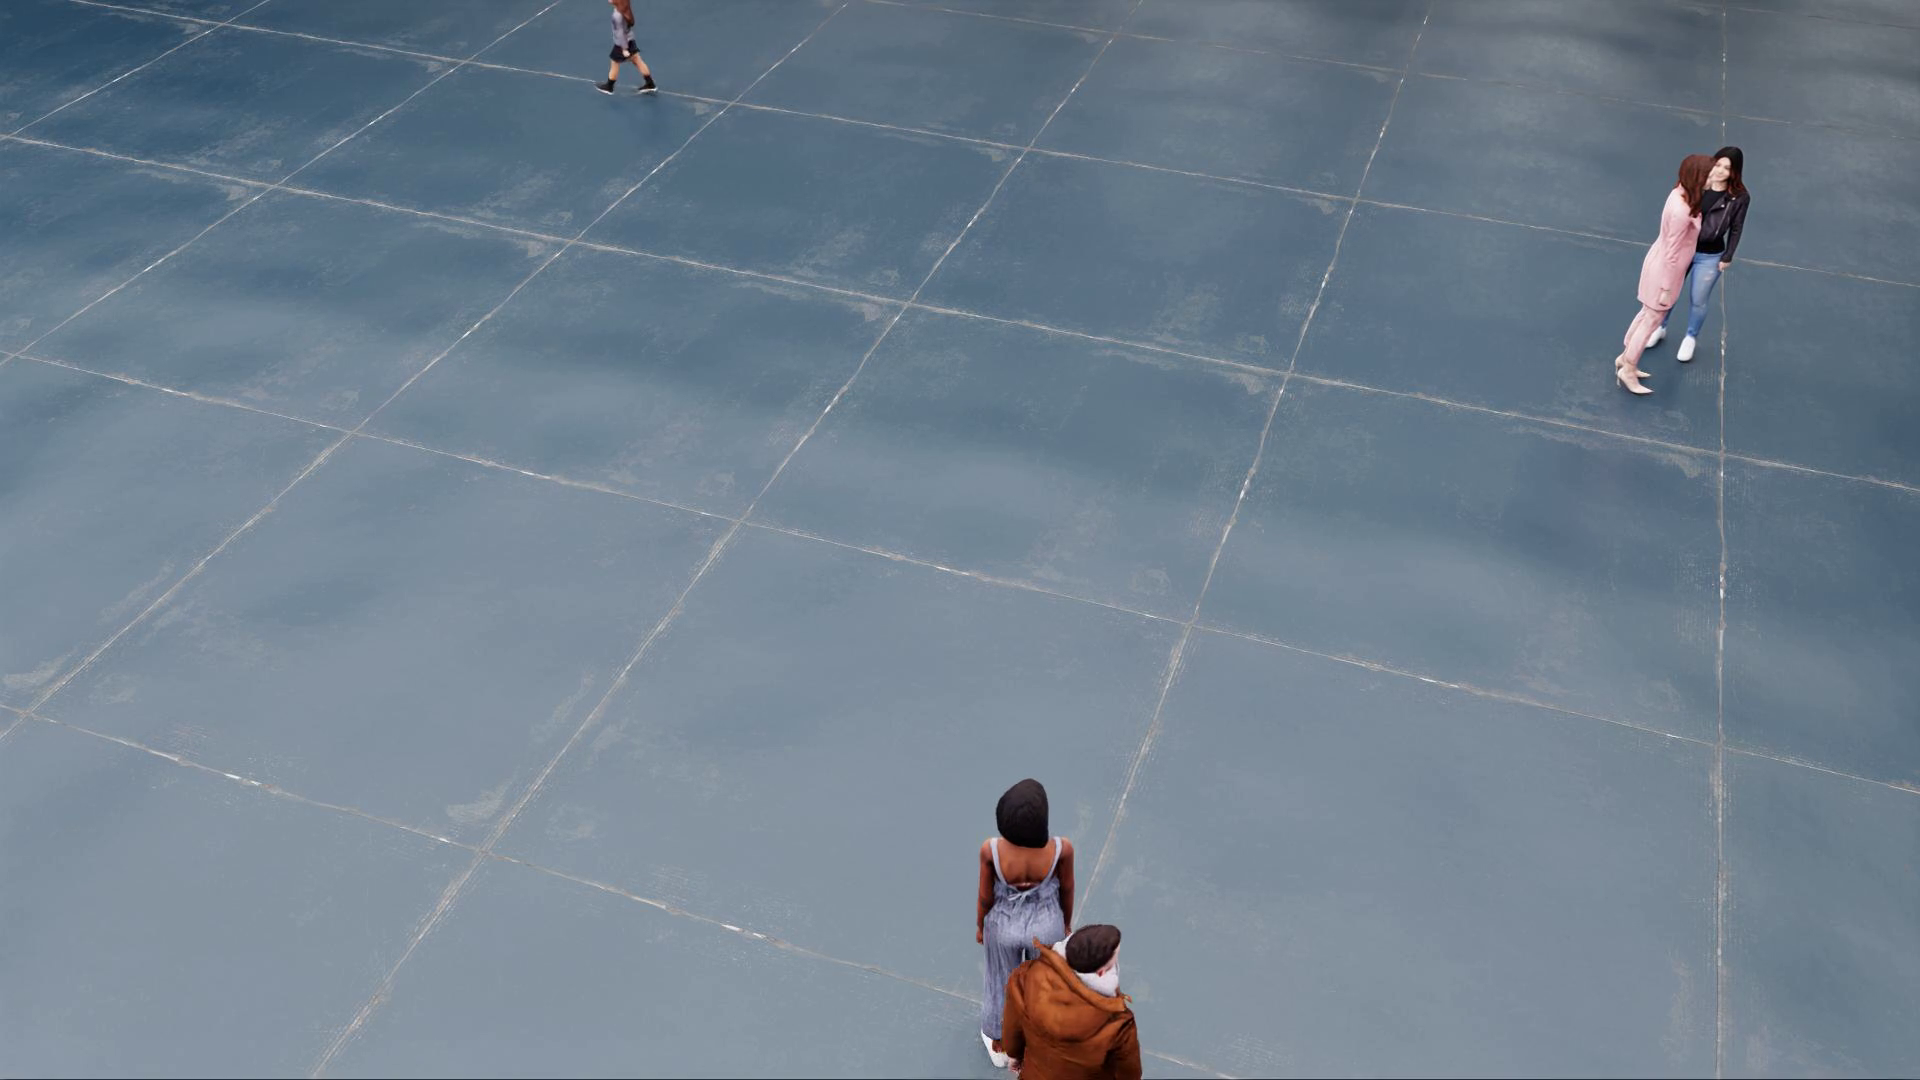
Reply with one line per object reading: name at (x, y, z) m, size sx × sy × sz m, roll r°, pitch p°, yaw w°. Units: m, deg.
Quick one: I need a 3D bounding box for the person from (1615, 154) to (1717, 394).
person at (4.883, -1.847, 11.559) m, size 0.665 × 1.800 × 0.448 m, roll 13°, pitch 40°, yaw 16°

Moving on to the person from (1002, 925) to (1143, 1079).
person at (0.387, 2.153, 6.428) m, size 0.809 × 1.822 × 0.812 m, roll 24°, pitch 44°, yaw 27°

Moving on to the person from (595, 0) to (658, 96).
person at (-3.152, -4.764, 15.874) m, size 0.681 × 1.076 × 0.795 m, roll 1°, pitch 38°, yaw 2°

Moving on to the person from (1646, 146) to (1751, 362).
person at (5.327, -2.081, 11.998) m, size 0.709 × 1.628 × 0.696 m, roll 31°, pitch 47°, yaw 33°

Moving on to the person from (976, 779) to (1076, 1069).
person at (0.278, 1.663, 7.156) m, size 0.647 × 1.697 × 0.628 m, roll -2°, pitch 38°, yaw -2°
